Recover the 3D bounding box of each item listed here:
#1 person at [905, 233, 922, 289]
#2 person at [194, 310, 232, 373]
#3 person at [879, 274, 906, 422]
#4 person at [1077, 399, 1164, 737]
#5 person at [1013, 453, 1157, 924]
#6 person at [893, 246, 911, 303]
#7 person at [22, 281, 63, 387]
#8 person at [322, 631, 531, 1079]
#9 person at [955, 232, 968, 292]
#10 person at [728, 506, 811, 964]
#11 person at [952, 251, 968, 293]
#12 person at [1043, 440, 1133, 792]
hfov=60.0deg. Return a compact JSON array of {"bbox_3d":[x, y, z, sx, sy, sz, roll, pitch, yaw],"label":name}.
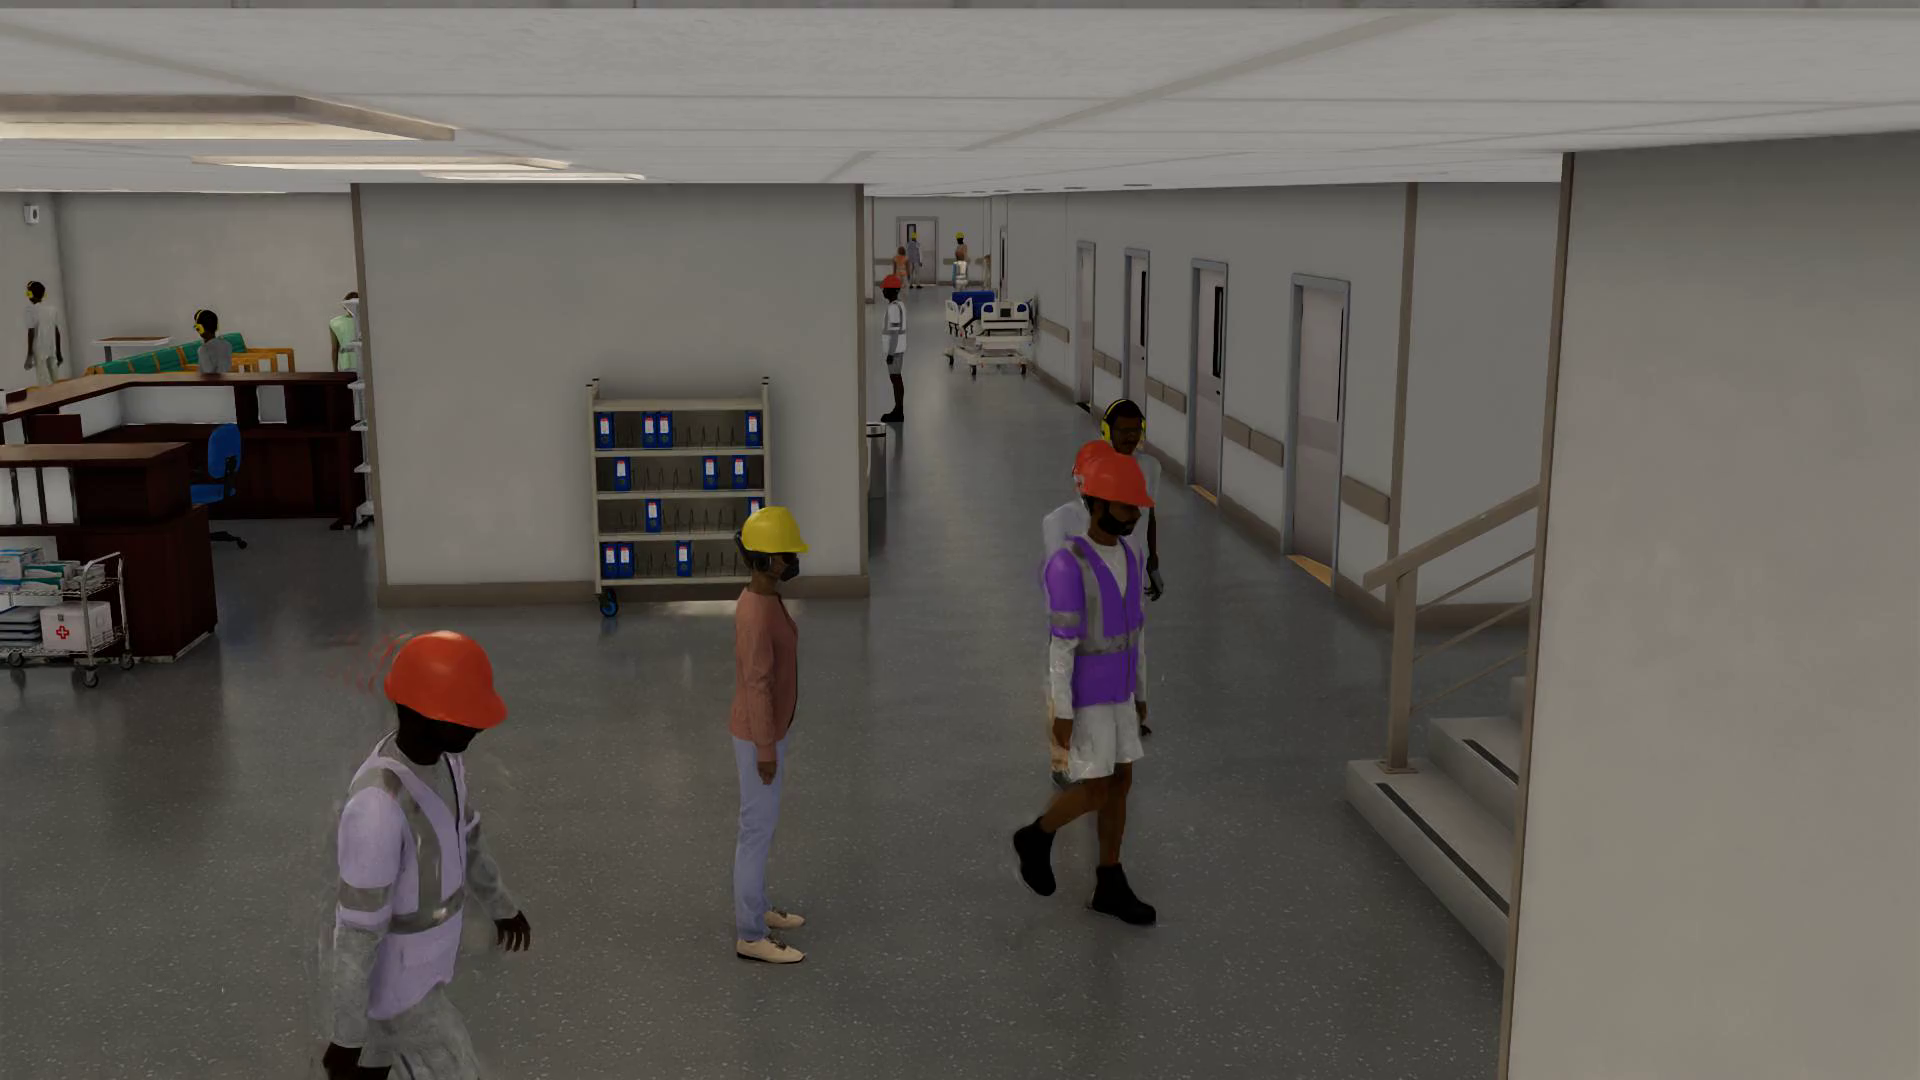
[{"bbox_3d":[-1.500,-9.212,54.876,0.590,1.837,0.403,5,13,23],"label":"person"},{"bbox_3d":[-7.225,-1.300,16.156,0.330,1.865,0.518,1,12,5],"label":"person"},{"bbox_3d":[-0.886,-2.526,21.951,0.348,1.942,0.548,1,12,4],"label":"person"},{"bbox_3d":[0.860,0.163,8.995,0.534,1.864,0.309,-4,12,-21],"label":"person"},{"bbox_3d":[0.541,0.597,6.719,0.556,1.925,0.572,10,15,40],"label":"person"},{"bbox_3d":[-1.661,-7.479,46.978,0.517,1.618,0.671,2,12,9],"label":"person"},{"bbox_3d":[-11.967,-2.429,21.678,0.339,1.860,0.585,4,12,19],"label":"person"},{"bbox_3d":[-1.447,1.109,4.398,0.972,1.869,0.689,-1,12,-6],"label":"person"},{"bbox_3d":[0.033,-8.477,51.100,0.396,1.919,0.583,-4,12,-18],"label":"person"},{"bbox_3d":[-0.728,0.738,6.432,0.327,1.767,0.533,-1,12,-3],"label":"person"},{"bbox_3d":[0.031,-6.517,42.222,0.531,1.623,0.506,-11,16,-43],"label":"person"},{"bbox_3d":[0.663,0.373,8.239,0.560,1.753,0.327,-9,14,-36],"label":"person"}]
